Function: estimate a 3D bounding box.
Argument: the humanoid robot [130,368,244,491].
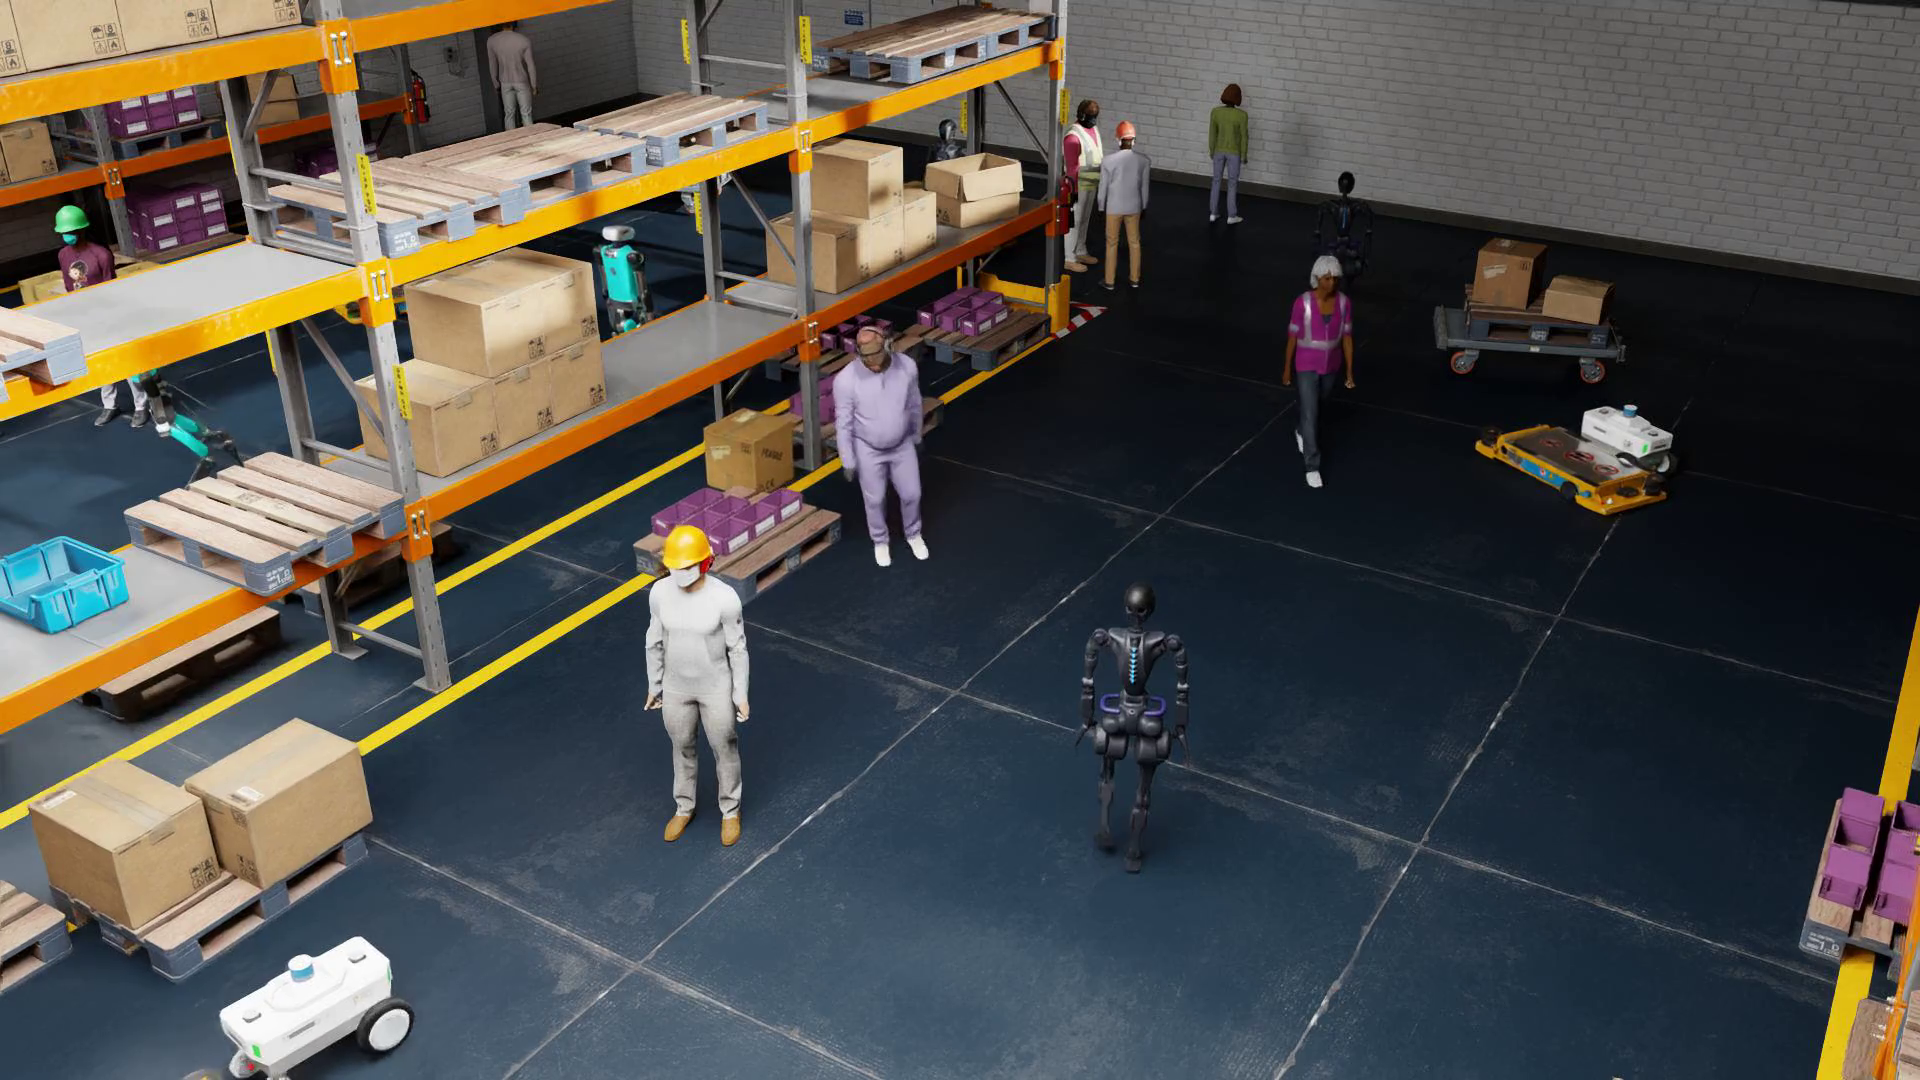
[{"bbox_3d":[-5.823,-1.058,12.695,0.936,1.786,0.546,-15,30,-27],"label":"humanoid robot"}]

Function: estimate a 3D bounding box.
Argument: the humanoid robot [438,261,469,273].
[{"bbox_3d":[-5.082,-2.955,16.474,0.601,1.644,0.352,-8,28,-16],"label":"humanoid robot"}]

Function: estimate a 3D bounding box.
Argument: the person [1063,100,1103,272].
[{"bbox_3d":[1.345,-3.857,18.068,0.429,1.834,0.633,12,29,23],"label":"person"}]

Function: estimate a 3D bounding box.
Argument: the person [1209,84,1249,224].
[{"bbox_3d":[3.174,-4.572,19.697,0.497,1.633,0.288,17,31,30],"label":"person"}]

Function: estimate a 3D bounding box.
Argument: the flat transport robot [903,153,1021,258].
[{"bbox_3d":[-0.100,-3.527,19.149,1.431,0.231,0.659,20,33,34],"label":"flat transport robot"}]

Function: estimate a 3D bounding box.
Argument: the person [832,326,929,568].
[{"bbox_3d":[-0.557,-0.652,11.723,0.689,1.865,0.455,-11,29,-20],"label":"person"}]

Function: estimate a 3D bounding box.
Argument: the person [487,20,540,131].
[{"bbox_3d":[-6.021,-6.172,22.516,0.632,1.937,0.354,2,27,3],"label":"person"}]

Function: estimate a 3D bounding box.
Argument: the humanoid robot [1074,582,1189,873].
[{"bbox_3d":[0.907,0.975,8.721,0.611,1.643,0.369,4,27,8],"label":"humanoid robot"}]

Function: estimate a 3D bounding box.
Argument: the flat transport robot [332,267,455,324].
[{"bbox_3d":[-5.687,-2.522,17.167,1.431,0.231,0.659,-19,33,-33],"label":"flat transport robot"}]

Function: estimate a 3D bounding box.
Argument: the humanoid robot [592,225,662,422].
[{"bbox_3d":[-2.641,-1.907,14.380,0.558,1.811,0.904,17,31,30],"label":"humanoid robot"}]

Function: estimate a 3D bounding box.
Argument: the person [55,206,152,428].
[{"bbox_3d":[-7.284,-1.889,14.080,0.487,1.942,0.436,4,27,8],"label":"person"}]

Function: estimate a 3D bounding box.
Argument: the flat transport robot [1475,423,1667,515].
[{"bbox_3d":[4.902,-0.602,13.384,0.659,0.231,1.431,-13,30,-24],"label":"flat transport robot"}]

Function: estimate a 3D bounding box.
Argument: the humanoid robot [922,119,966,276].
[{"bbox_3d":[-0.157,-3.690,17.902,0.601,1.649,0.369,15,30,27],"label":"humanoid robot"}]

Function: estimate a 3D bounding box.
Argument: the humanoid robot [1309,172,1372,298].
[{"bbox_3d":[3.679,-2.711,15.988,0.598,1.634,0.582,4,27,7],"label":"humanoid robot"}]

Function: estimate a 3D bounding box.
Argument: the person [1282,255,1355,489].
[{"bbox_3d":[2.860,-1.413,13.291,0.520,1.802,0.948,-5,27,-9],"label":"person"}]

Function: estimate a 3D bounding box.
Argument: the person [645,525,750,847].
[{"bbox_3d":[-1.394,0.778,8.870,0.572,1.897,0.360,4,27,8],"label":"person"}]

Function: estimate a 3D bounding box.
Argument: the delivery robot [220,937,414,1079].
[{"bbox_3d":[-2.955,2.154,7.628,0.499,0.586,0.760,22,34,36],"label":"delivery robot"}]

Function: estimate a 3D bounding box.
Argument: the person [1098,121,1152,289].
[{"bbox_3d":[1.715,-3.527,17.523,0.562,1.741,0.368,-7,28,-13],"label":"person"}]

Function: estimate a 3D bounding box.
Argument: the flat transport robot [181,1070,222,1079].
[{"bbox_3d":[-3.586,2.753,6.773,0.659,0.231,1.431,23,35,38],"label":"flat transport robot"}]

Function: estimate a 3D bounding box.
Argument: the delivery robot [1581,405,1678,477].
[{"bbox_3d":[5.384,-0.788,13.436,0.517,0.595,0.767,-13,30,-24],"label":"delivery robot"}]
